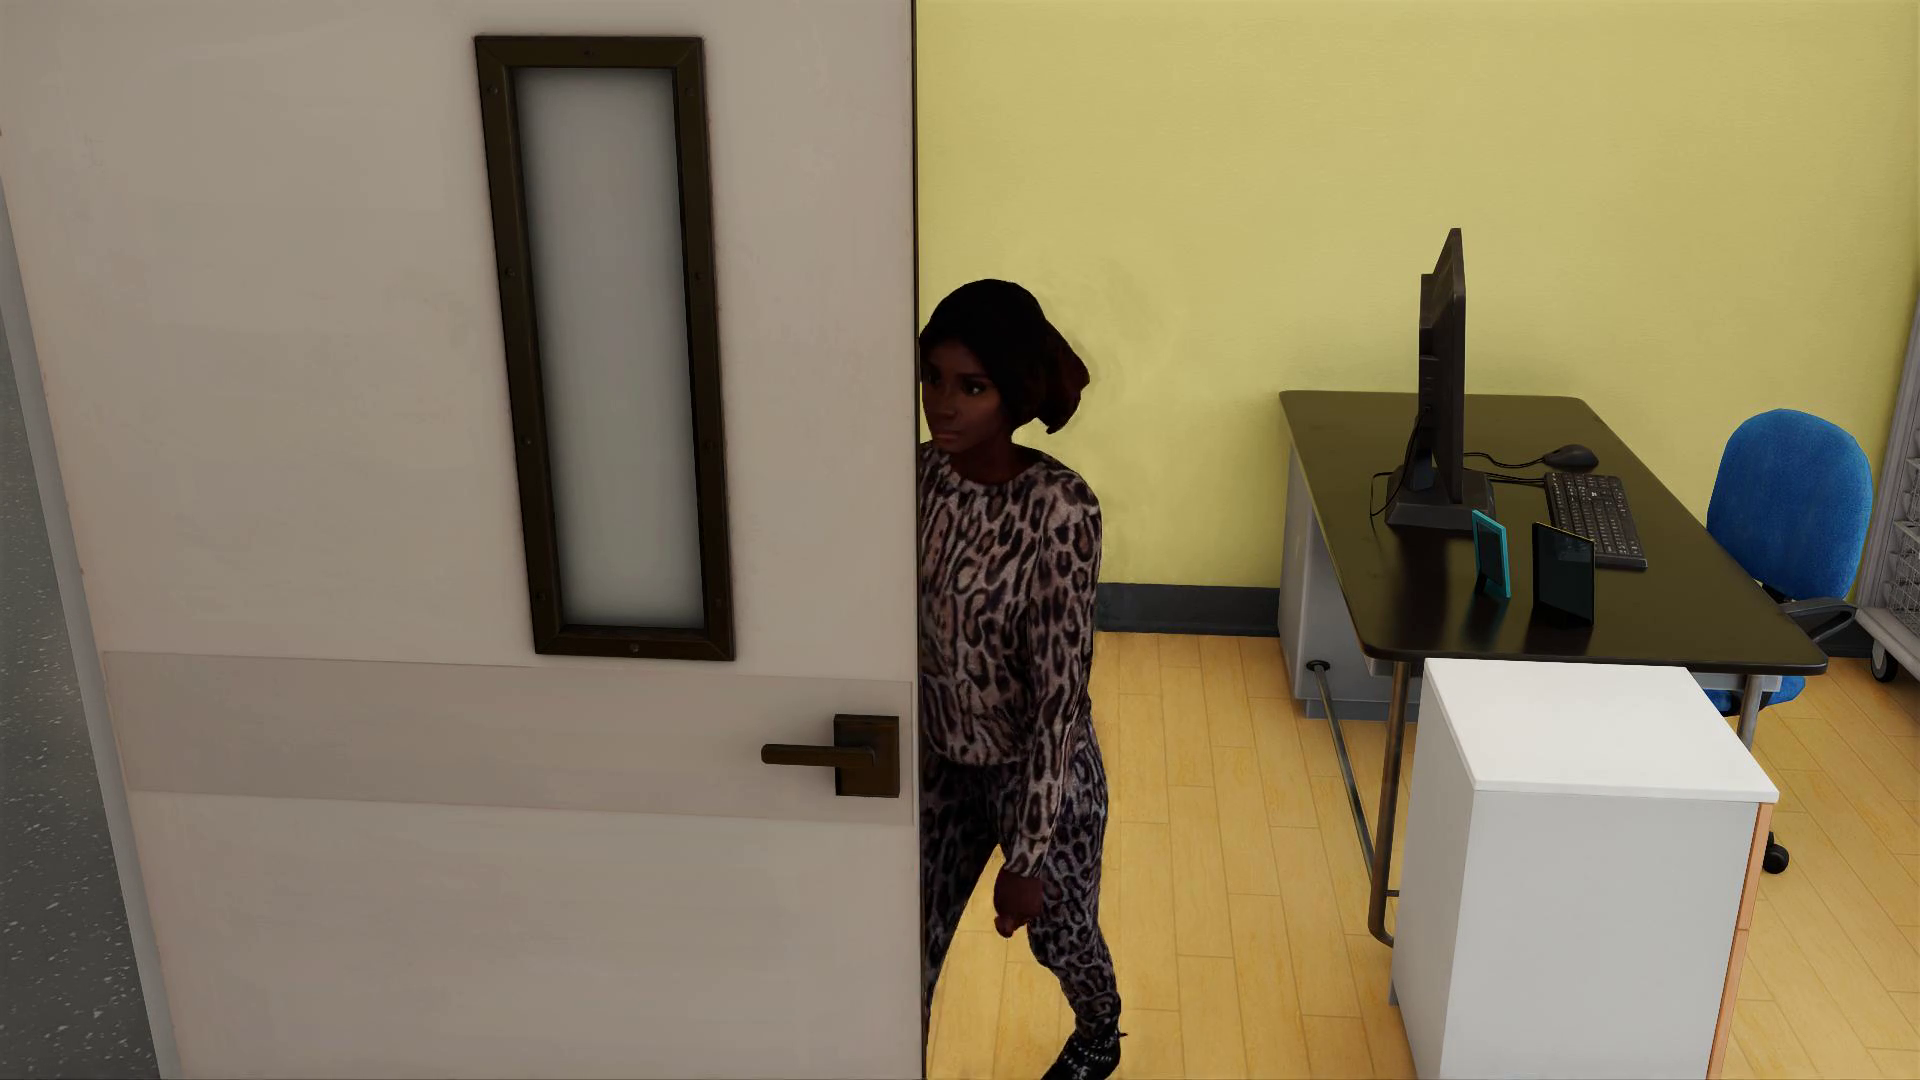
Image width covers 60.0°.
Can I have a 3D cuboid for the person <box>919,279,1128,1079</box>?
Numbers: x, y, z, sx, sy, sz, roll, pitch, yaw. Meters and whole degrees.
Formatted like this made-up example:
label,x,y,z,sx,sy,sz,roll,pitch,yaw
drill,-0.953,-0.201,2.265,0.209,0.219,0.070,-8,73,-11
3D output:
label,x,y,z,sx,sy,sz,roll,pitch,yaw
person,0.119,0.408,2.799,0.973,1.664,1.192,15,26,35
